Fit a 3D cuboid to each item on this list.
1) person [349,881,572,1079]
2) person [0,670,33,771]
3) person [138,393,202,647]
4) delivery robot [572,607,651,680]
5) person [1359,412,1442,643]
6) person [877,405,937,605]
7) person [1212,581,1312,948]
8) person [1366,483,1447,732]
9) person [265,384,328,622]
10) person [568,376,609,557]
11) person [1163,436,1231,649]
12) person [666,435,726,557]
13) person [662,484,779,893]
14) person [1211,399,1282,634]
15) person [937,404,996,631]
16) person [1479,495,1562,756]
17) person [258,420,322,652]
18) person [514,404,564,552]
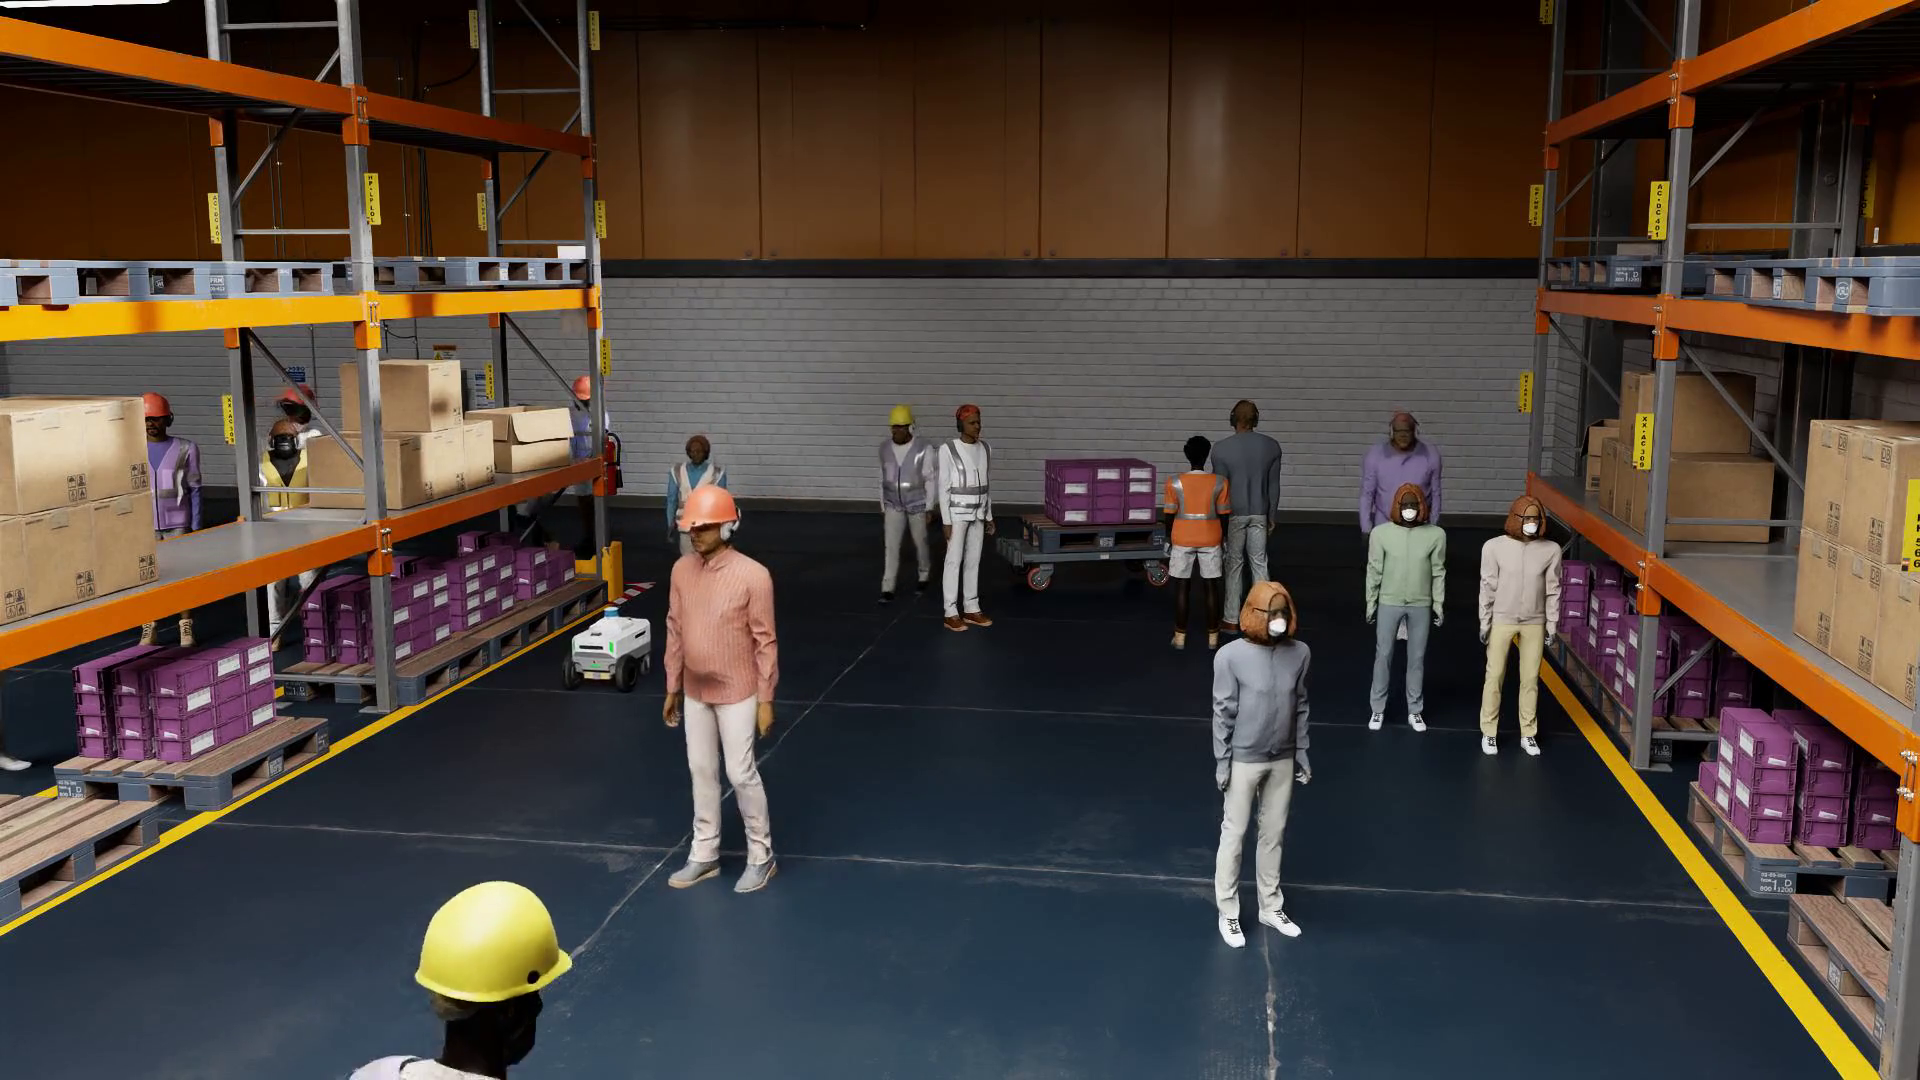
[{"bbox_3d":[-0.895,1.563,3.018,0.592,1.907,0.555,5,11,30],"label":"person"},{"bbox_3d":[-5.743,0.472,9.725,0.403,1.919,0.588,2,9,14],"label":"person"},{"bbox_3d":[-6.280,-0.138,13.088,0.605,2.045,0.381,-3,10,-17],"label":"person"},{"bbox_3d":[-2.515,0.730,12.028,0.477,0.478,0.707,2,9,12],"label":"delivery robot"},{"bbox_3d":[3.620,-0.137,13.706,0.652,1.854,1.012,3,10,16],"label":"person"},{"bbox_3d":[-0.481,-0.333,15.106,0.598,1.791,0.924,3,10,16],"label":"person"},{"bbox_3d":[1.347,0.985,7.420,0.500,1.635,0.287,-4,10,-23],"label":"person"},{"bbox_3d":[2.891,0.439,10.805,0.507,1.627,0.266,1,9,7],"label":"person"},{"bbox_3d":[-5.631,-0.315,14.226,0.656,2.016,0.674,4,10,23],"label":"person"},{"bbox_3d":[-3.984,-0.767,17.414,0.759,1.904,0.491,6,11,32],"label":"person"},{"bbox_3d":[1.870,0.022,13.166,0.540,1.697,0.317,0,9,2],"label":"person"},{"bbox_3d":[-2.236,-0.116,14.292,0.503,1.613,0.768,1,9,8],"label":"person"},{"bbox_3d":[-1.167,0.714,8.005,0.629,1.995,0.399,6,11,32],"label":"person"},{"bbox_3d":[2.336,-0.188,13.718,0.627,1.941,0.370,-3,10,-16],"label":"person"},{"bbox_3d":[0.062,-0.190,13.909,0.573,1.883,0.355,-9,13,-43],"label":"person"},{"bbox_3d":[3.450,0.527,10.278,0.496,1.629,0.277,1,9,3],"label":"person"},{"bbox_3d":[-5.280,-0.032,13.107,0.621,1.835,0.430,-4,10,-22],"label":"person"},{"bbox_3d":[-4.247,-0.528,16.615,0.430,1.677,0.567,0,9,-1],"label":"person"}]
